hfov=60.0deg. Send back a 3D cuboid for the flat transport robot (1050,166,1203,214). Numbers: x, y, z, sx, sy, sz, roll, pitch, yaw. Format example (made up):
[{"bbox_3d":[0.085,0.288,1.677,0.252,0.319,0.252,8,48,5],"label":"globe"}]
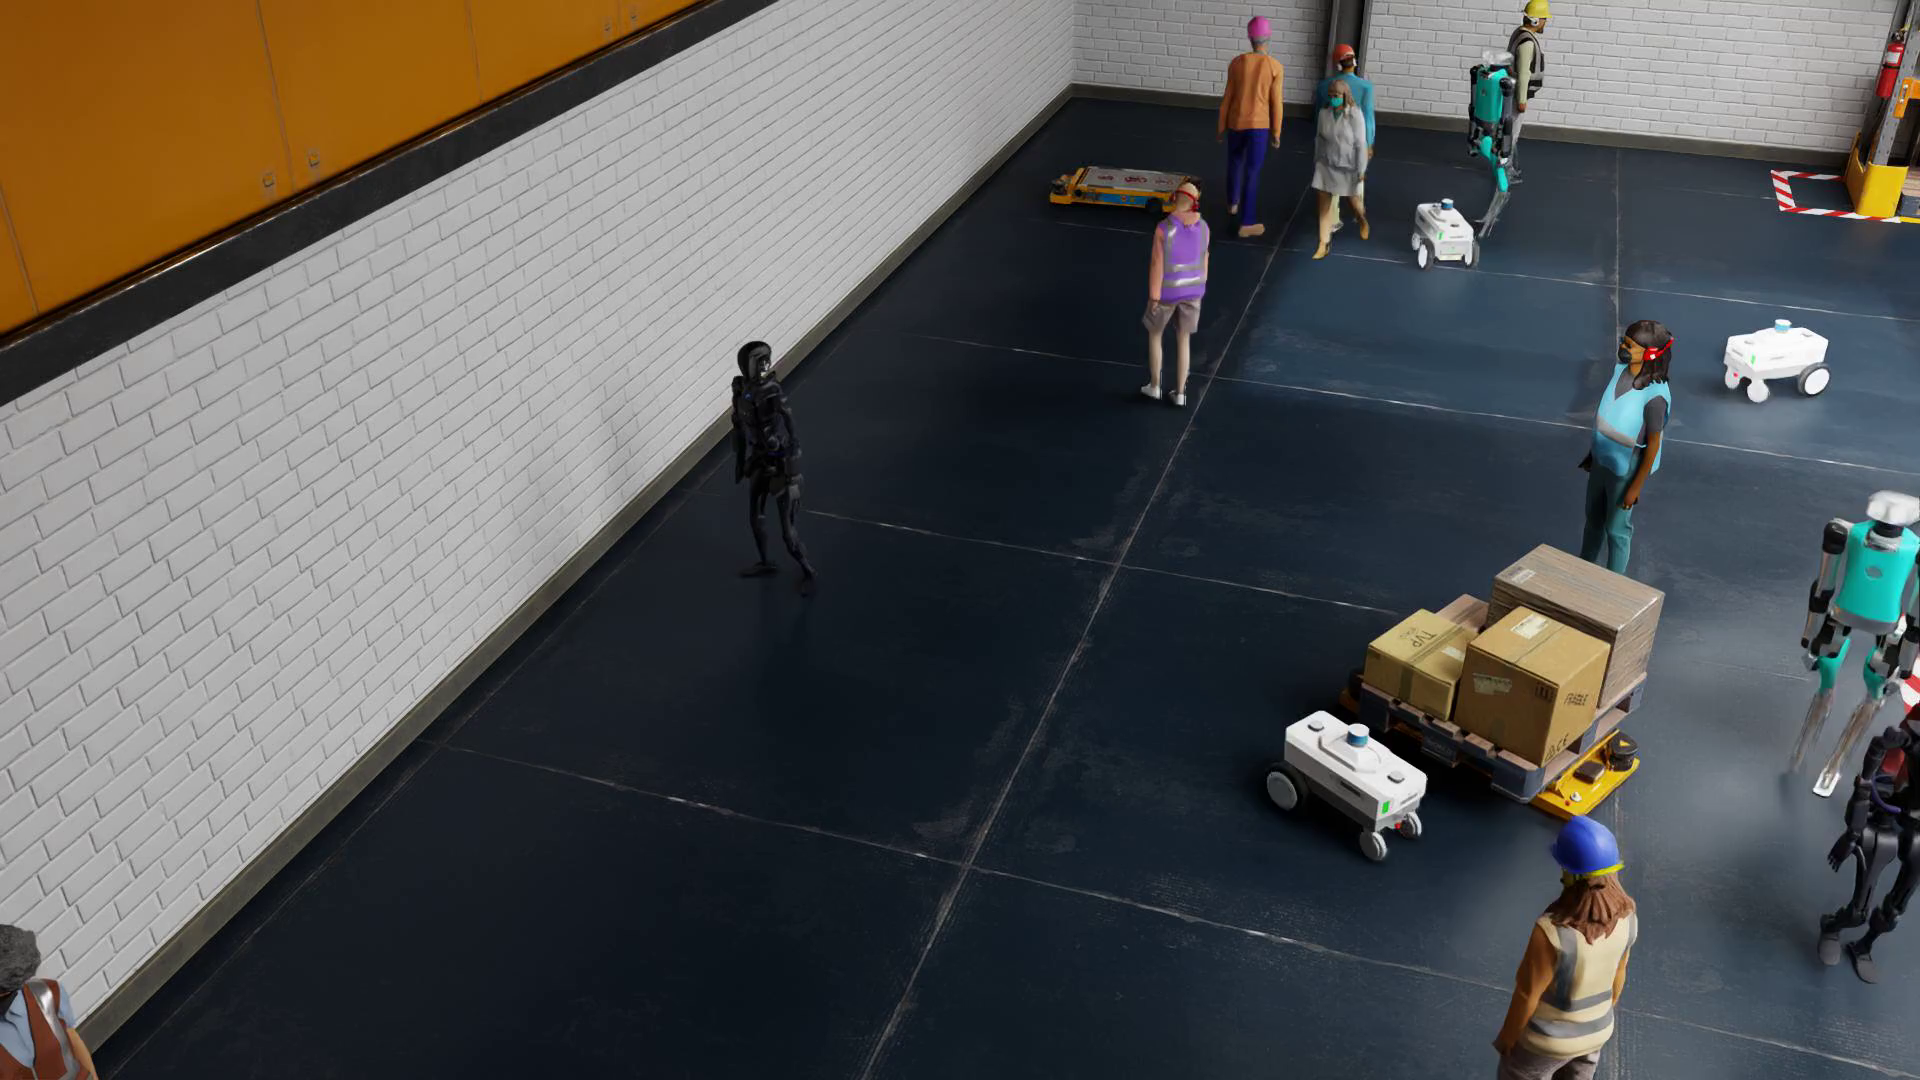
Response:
[{"bbox_3d":[1.661,-3.484,16.553,1.431,0.231,0.659,7,31,13],"label":"flat transport robot"}]

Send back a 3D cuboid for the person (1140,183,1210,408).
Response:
[{"bbox_3d":[1.618,-1.790,12.292,0.507,1.661,0.470,-7,31,-11],"label":"person"}]

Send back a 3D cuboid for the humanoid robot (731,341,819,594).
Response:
[{"bbox_3d":[-1.122,-0.454,10.002,0.594,1.640,0.379,26,39,36],"label":"humanoid robot"}]

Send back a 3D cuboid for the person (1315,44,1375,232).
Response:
[{"bbox_3d":[3.656,-3.813,15.702,0.602,1.693,0.783,15,34,24],"label":"person"}]

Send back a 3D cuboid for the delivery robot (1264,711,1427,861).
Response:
[{"bbox_3d":[1.945,1.185,8.346,0.499,0.613,0.807,-21,36,-32],"label":"delivery robot"}]

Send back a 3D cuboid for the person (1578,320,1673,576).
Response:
[{"bbox_3d":[3.860,-0.416,9.758,0.391,1.866,0.524,-6,31,-11],"label":"person"}]

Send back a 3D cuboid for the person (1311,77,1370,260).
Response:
[{"bbox_3d":[3.470,-3.394,15.044,0.530,1.630,0.718,18,35,28],"label":"person"}]

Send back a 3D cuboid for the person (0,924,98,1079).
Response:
[{"bbox_3d":[-3.194,2.018,5.789,0.314,1.686,0.444,23,37,34],"label":"person"}]

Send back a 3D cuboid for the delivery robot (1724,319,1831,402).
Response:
[{"bbox_3d":[6.253,-1.386,12.716,0.780,0.609,0.511,-8,31,-14],"label":"delivery robot"}]

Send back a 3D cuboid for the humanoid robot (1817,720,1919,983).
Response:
[{"bbox_3d":[4.082,1.235,7.140,0.603,1.645,0.348,4,31,7],"label":"humanoid robot"}]

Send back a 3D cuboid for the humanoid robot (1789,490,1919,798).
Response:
[{"bbox_3d":[4.519,0.512,8.332,0.558,1.812,0.684,23,37,34],"label":"humanoid robot"}]

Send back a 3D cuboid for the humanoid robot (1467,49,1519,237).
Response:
[{"bbox_3d":[5.050,-3.665,15.468,0.795,1.822,0.530,-14,33,-23],"label":"humanoid robot"}]

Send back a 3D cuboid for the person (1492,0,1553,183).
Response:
[{"bbox_3d":[5.674,-4.550,16.838,0.403,1.824,0.595,6,31,10],"label":"person"}]

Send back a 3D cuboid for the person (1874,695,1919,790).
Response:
[{"bbox_3d":[4.892,0.606,8.130,0.329,1.757,0.530,9,32,15],"label":"person"}]

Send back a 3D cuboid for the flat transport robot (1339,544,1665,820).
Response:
[{"bbox_3d":[2.833,0.989,8.943,0.659,0.231,1.431,-26,39,-37],"label":"flat transport robot"}]

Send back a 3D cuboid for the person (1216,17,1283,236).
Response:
[{"bbox_3d":[2.735,-3.912,15.651,0.601,1.917,1.000,10,32,17],"label":"person"}]

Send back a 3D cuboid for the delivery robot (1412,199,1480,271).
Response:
[{"bbox_3d":[4.381,-2.794,15.086,0.499,0.583,0.767,-2,31,-3],"label":"delivery robot"}]

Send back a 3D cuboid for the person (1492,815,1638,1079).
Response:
[{"bbox_3d":[2.203,1.770,6.142,0.481,1.760,0.388,-10,32,-17],"label":"person"}]
